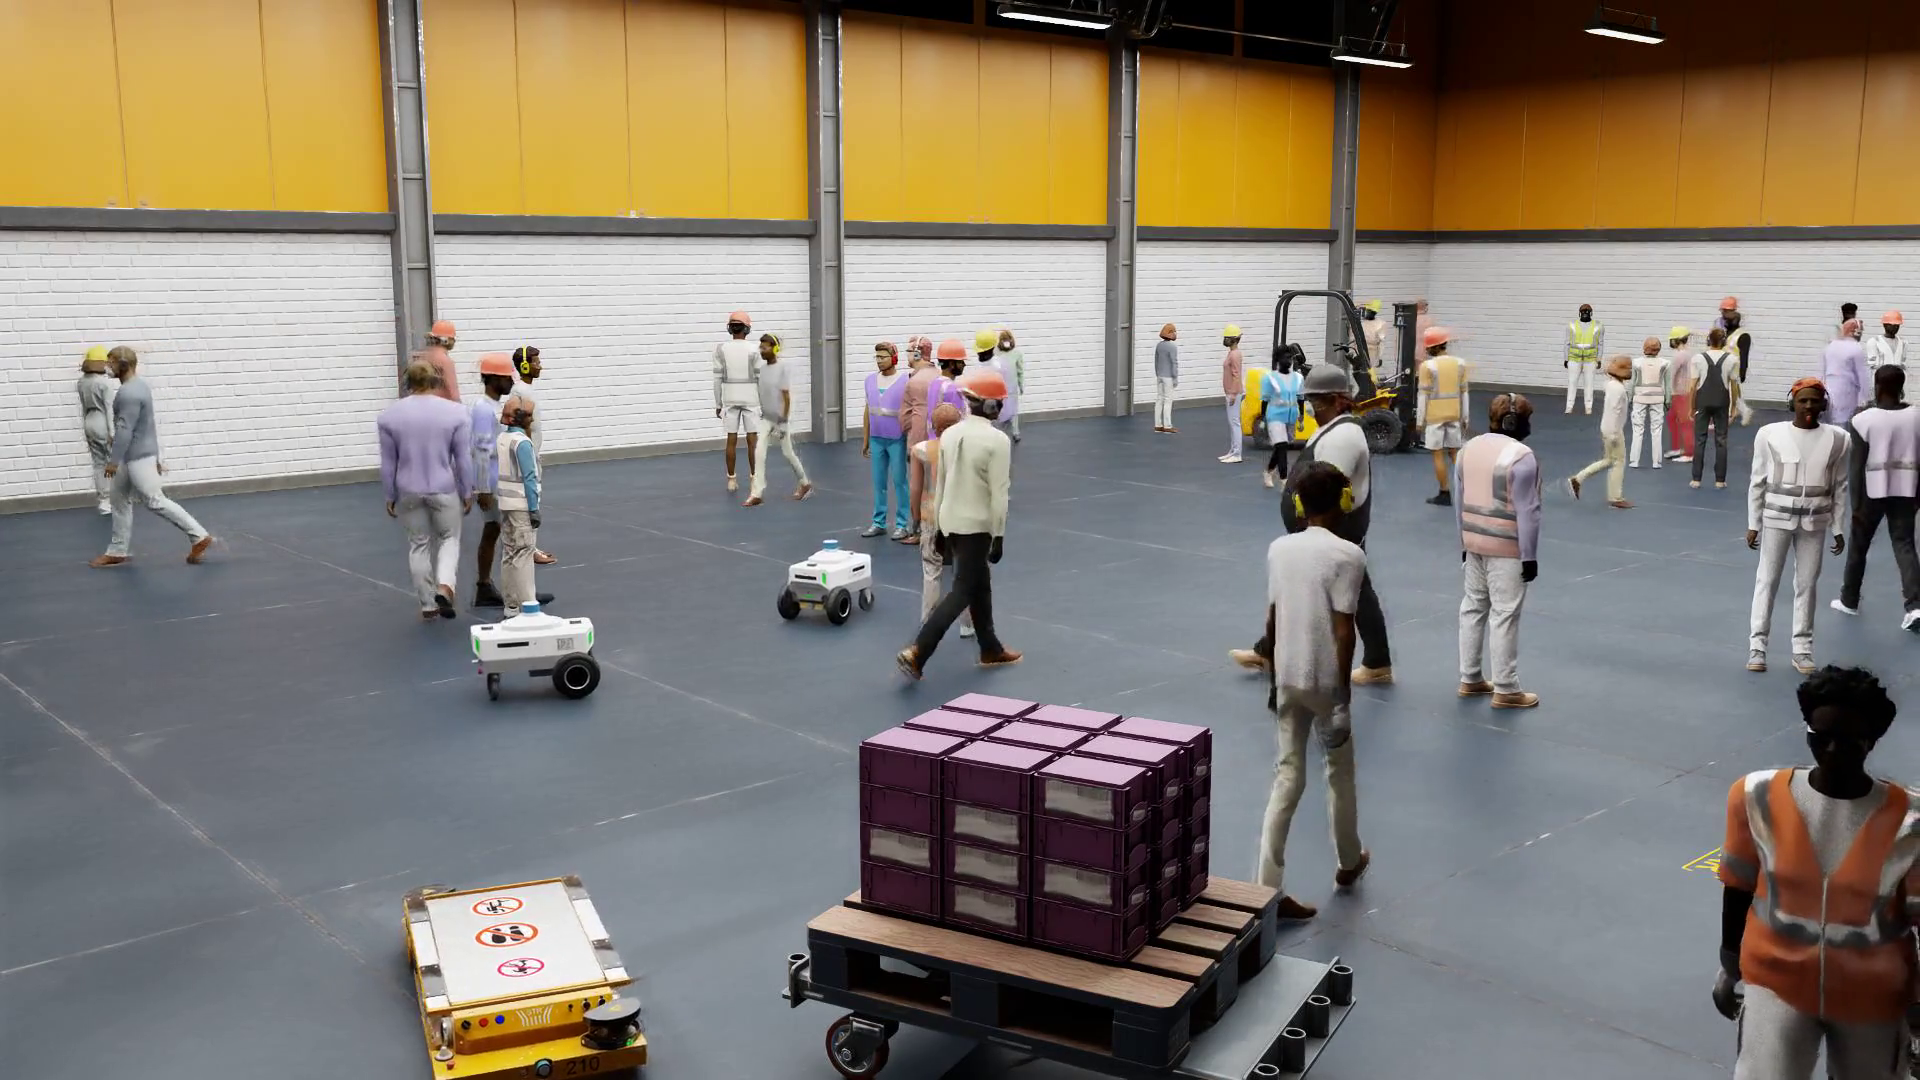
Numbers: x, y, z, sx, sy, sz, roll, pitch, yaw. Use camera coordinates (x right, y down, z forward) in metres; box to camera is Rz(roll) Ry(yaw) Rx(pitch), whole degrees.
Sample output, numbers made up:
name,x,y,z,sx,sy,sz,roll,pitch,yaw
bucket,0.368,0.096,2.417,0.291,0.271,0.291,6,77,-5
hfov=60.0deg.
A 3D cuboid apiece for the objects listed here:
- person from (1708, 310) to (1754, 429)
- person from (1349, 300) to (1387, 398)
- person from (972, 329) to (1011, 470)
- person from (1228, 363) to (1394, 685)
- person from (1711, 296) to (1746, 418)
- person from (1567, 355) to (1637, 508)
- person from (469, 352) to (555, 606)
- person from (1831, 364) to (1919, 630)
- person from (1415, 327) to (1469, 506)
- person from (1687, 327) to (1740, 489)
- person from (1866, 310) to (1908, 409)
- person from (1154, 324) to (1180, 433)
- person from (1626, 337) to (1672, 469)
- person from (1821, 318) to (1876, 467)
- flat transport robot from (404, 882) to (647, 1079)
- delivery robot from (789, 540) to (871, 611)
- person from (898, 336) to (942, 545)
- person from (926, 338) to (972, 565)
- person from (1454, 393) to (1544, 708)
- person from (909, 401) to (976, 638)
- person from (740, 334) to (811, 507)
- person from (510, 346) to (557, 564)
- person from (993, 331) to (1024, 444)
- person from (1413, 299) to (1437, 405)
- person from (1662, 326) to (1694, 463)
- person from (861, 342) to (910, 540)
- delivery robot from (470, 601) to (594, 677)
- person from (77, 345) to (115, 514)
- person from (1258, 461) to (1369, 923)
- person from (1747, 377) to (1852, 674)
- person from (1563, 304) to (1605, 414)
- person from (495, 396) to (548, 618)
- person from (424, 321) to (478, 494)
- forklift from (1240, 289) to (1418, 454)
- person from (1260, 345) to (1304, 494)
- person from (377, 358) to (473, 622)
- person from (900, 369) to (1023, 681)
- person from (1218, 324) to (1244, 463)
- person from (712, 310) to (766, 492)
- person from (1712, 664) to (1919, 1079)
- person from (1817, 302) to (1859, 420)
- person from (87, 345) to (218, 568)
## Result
name,x,y,z,sx,sy,sz,roll,pitch,yaw
person,11.821,-2.594,25.402,0.798,1.820,0.633,-2,10,-9
person,7.043,-3.206,28.756,0.620,1.883,0.652,3,10,20
person,0.347,-1.308,17.692,0.393,1.877,0.740,1,10,7
person,2.226,-0.119,10.236,1.014,2.000,0.692,0,10,1
person,12.440,-2.960,27.005,0.983,1.982,0.633,-5,11,-29
person,6.781,-1.133,17.439,0.611,1.614,0.506,2,10,12
person,-3.352,-0.443,12.471,0.701,1.918,0.577,-2,10,-9
person,6.663,-0.320,11.911,0.601,1.880,0.976,1,10,6
person,5.106,-1.299,17.592,0.662,1.893,0.372,-3,10,-18
person,8.529,-1.489,18.864,0.516,1.845,0.359,4,11,23
person,12.083,-2.029,21.709,0.545,1.941,0.350,-1,10,-6
person,3.088,-2.410,24.837,0.279,1.632,0.502,-5,11,-27
person,8.540,-1.694,20.634,0.523,1.638,0.310,3,10,18
person,10.819,-1.733,20.179,0.775,1.881,0.668,-1,10,-3
flat transport robot,-1.574,1.511,5.867,0.652,0.197,1.431,-4,10,-22
delivery robot,-0.946,0.244,12.179,0.477,0.478,0.707,5,11,26
person,-0.364,-0.908,15.251,0.404,1.909,0.636,3,10,15
person,-0.080,-0.754,14.253,0.362,1.935,0.553,-4,11,-23
person,3.180,0.059,9.791,0.430,1.840,0.621,-4,10,-21
person,-0.090,-0.131,11.465,0.516,1.645,0.308,0,10,2
person,-1.931,-1.282,17.721,0.535,1.821,0.953,7,12,37
person,-3.690,-0.728,14.308,0.328,1.870,0.513,-3,10,-19
person,0.646,-2.148,23.449,0.533,1.578,0.864,-1,10,-8
person,8.056,-3.272,29.134,0.682,1.887,0.479,7,12,35
person,9.210,-1.863,21.349,0.630,1.739,0.526,8,12,38
person,-0.656,-0.926,15.526,0.570,1.844,0.377,6,11,31
delivery robot,-2.578,0.614,10.012,0.707,0.478,0.477,-3,10,-19
person,-8.717,-1.112,16.944,0.495,1.739,0.361,4,10,21
person,1.447,0.594,6.707,0.899,1.815,0.543,-9,13,-41
person,5.293,-0.090,10.530,0.573,1.883,0.355,3,10,16
person,10.407,-3.018,27.791,0.627,1.844,0.429,4,10,21
person,-3.173,-0.219,11.995,0.310,1.640,0.514,-7,12,-37
person,-5.647,-1.412,18.128,1.085,1.937,0.632,-7,12,-35
forklift,5.034,-2.339,22.783,2.313,2.155,1.214,3,10,16
person,3.579,-1.356,18.589,0.536,1.666,0.838,-4,10,-20
person,-3.801,-0.333,11.858,0.635,1.921,0.532,-2,10,-11
person,0.009,-0.086,10.348,0.990,1.951,0.627,-8,12,-38
person,3.464,-1.867,21.273,0.319,1.767,0.534,1,10,5
person,-2.448,-1.545,18.609,0.604,2.034,0.386,1,10,4
person,2.147,1.120,4.125,0.544,1.647,0.861,6,11,32
person,13.993,-2.830,26.505,0.582,1.916,1.011,-3,10,-16
person,-6.901,-0.709,14.120,0.966,1.908,0.624,-5,11,-27
